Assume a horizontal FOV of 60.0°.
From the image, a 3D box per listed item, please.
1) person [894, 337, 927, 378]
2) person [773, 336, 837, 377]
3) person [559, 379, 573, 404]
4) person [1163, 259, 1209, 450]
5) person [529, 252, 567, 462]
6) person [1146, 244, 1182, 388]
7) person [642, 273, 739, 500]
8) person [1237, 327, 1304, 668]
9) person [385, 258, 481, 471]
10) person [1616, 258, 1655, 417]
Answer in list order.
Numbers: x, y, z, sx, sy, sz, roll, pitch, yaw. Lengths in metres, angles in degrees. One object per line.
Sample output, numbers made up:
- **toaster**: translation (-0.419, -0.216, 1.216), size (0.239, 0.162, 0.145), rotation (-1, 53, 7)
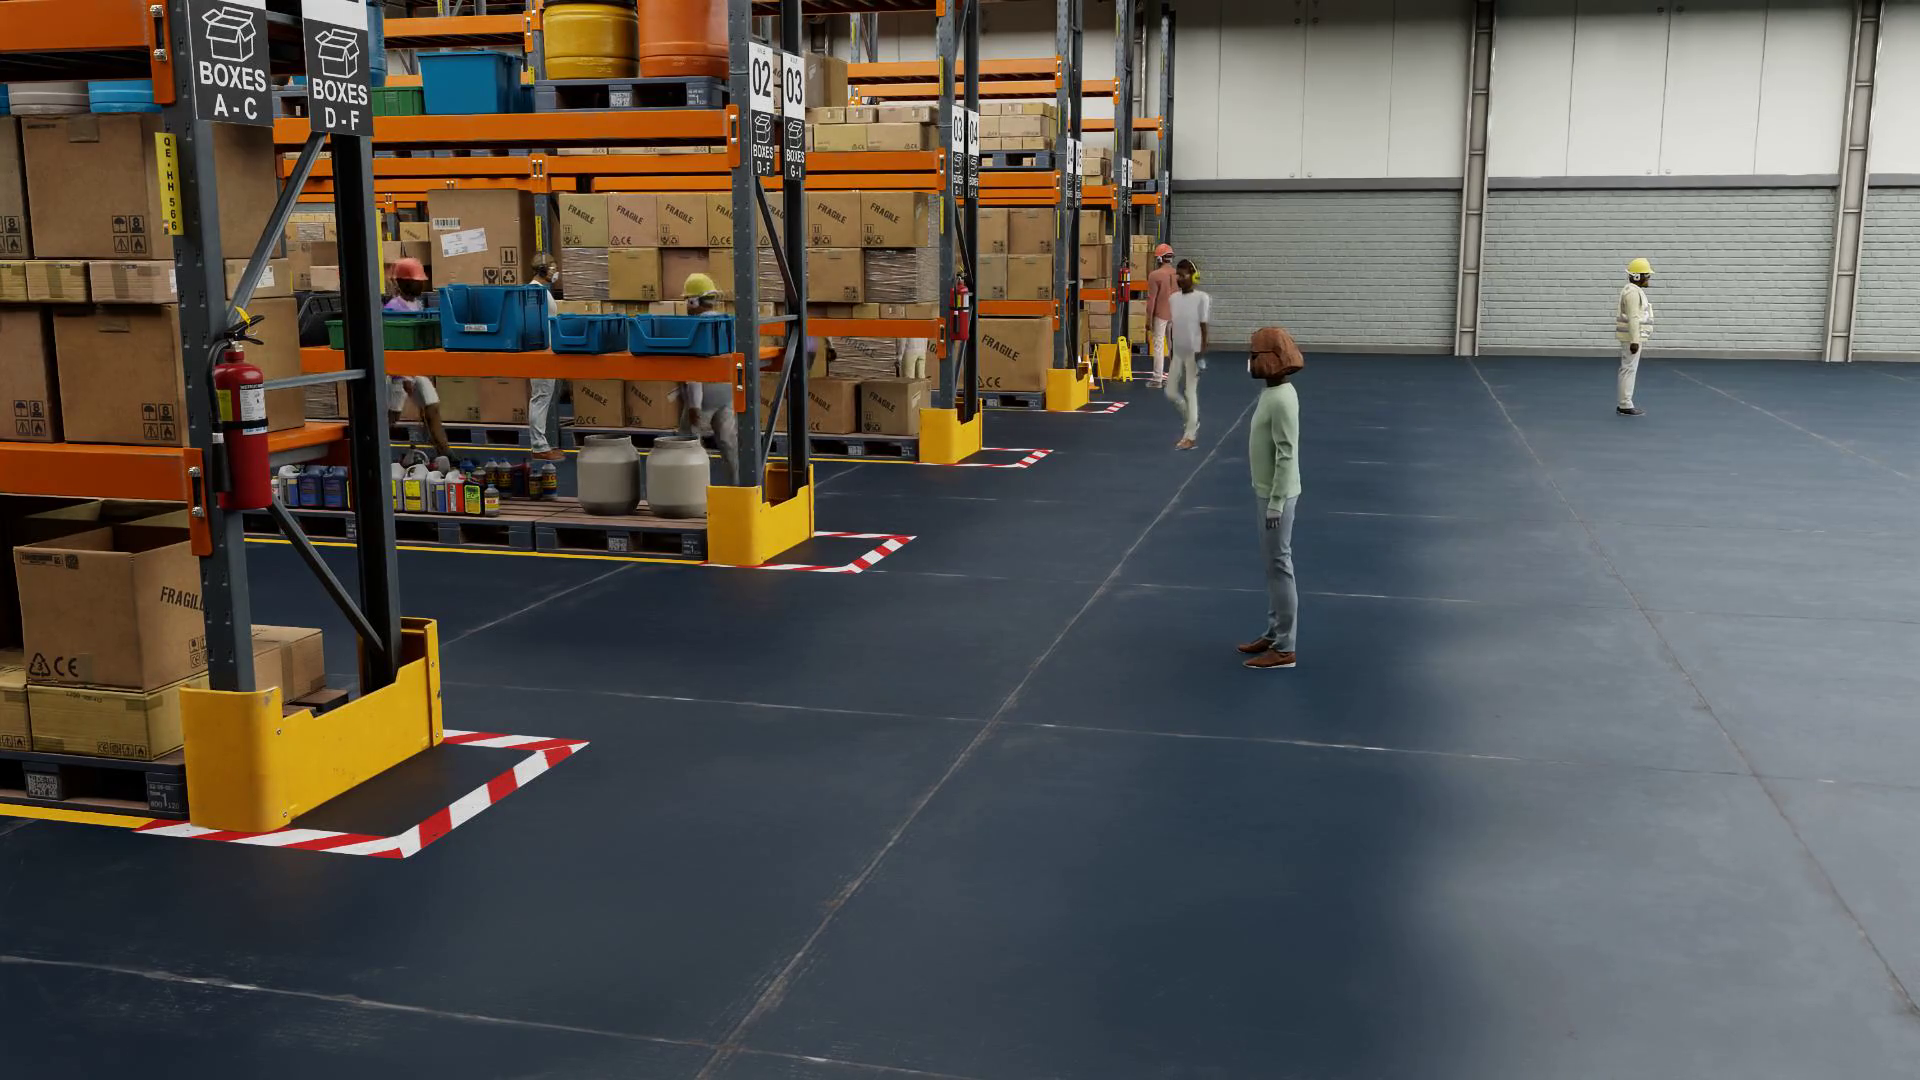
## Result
- **person**: translation (-0.526, -1.974, 17.805), size (0.277, 1.631, 0.506), rotation (7, 13, 35)
- **person**: translation (-1.661, -2.058, 17.617), size (0.589, 1.871, 0.978), rotation (-7, 13, -35)
- **person**: translation (-4.678, -2.626, 20.682), size (0.845, 1.911, 0.545), rotation (2, 11, 14)
- **person**: translation (2.224, -1.795, 16.199), size (0.432, 1.859, 0.509), rotation (-10, 14, -43)
- **person**: translation (-3.866, -1.687, 15.394), size (0.360, 1.933, 0.629), rotation (-2, 11, -13)
- **person**: translation (2.833, -3.104, 23.090), size (0.610, 1.986, 0.401), rotation (-7, 12, -33)
- **person**: translation (-1.944, -1.052, 12.250), size (0.894, 1.789, 0.630), rotation (5, 12, 27)
- **person**: translation (1.495, -0.201, 7.981), size (0.266, 1.631, 0.507), rotation (1, 10, 5)
- **person**: translation (-4.636, -1.441, 14.160), size (0.998, 1.878, 0.568), rotation (2, 11, 13)
- **person**: translation (7.855, -2.358, 19.377), size (0.404, 1.831, 0.600), rotation (3, 11, 17)
